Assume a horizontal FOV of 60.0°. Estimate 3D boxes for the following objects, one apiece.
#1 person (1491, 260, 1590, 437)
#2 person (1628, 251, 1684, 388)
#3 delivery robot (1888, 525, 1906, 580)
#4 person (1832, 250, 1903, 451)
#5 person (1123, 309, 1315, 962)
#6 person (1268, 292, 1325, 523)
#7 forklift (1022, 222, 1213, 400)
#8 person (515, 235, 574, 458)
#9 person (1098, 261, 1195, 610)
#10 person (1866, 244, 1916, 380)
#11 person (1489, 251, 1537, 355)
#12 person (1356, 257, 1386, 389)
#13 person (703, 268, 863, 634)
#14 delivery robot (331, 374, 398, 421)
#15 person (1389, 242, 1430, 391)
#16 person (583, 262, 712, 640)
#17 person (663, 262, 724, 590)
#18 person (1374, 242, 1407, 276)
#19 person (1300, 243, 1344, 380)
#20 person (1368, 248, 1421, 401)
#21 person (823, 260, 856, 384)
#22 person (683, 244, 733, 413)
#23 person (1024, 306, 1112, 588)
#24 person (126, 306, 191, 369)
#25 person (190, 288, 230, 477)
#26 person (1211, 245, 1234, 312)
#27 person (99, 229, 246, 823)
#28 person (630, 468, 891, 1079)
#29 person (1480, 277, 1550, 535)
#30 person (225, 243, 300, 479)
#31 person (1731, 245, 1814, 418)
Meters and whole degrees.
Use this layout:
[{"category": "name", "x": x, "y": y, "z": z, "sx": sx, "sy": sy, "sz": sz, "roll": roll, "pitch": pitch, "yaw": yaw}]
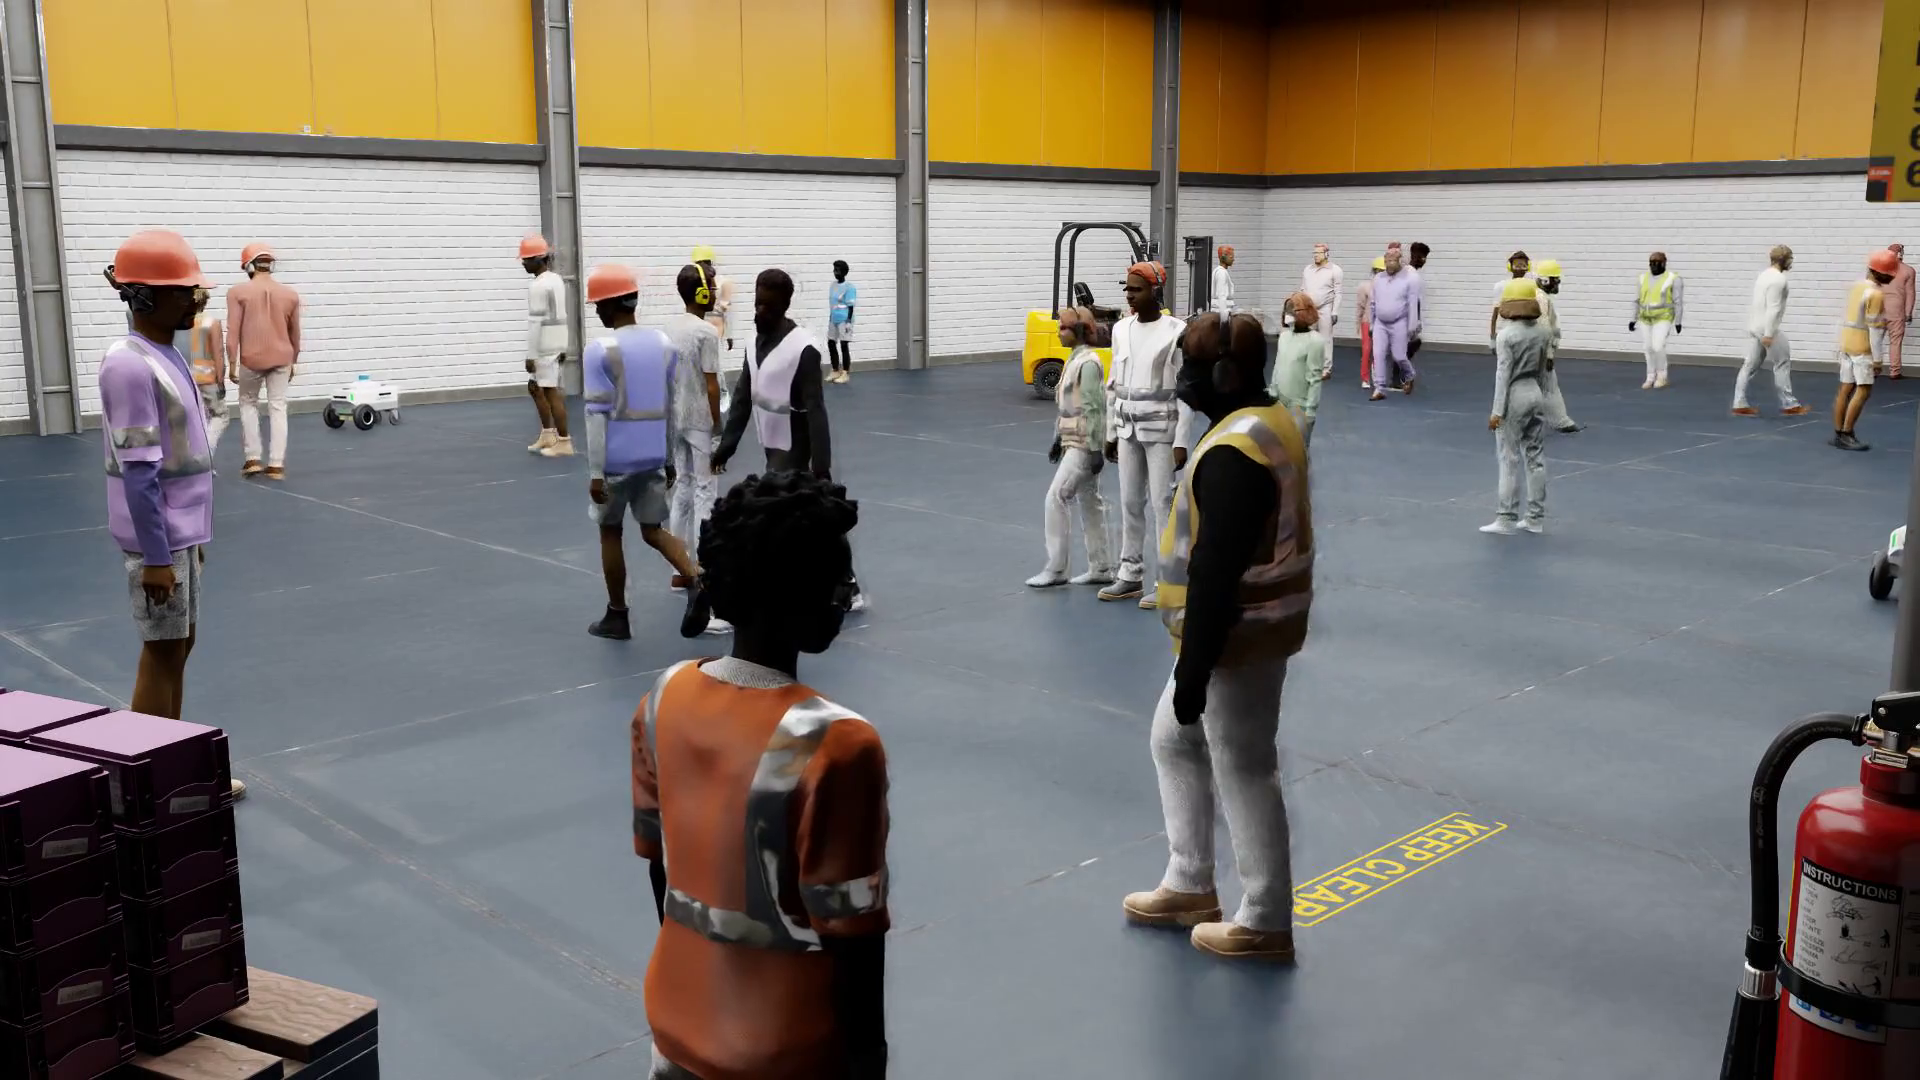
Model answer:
[{"category": "person", "x": 5.820, "y": -1.902, "z": 16.633, "sx": 0.950, "sy": 1.778, "sz": 0.619, "roll": 3, "pitch": 11, "yaw": 18}, {"category": "person", "x": 9.193, "y": -2.896, "z": 21.975, "sx": 0.475, "sy": 1.816, "sz": 0.632, "roll": -7, "pitch": 13, "yaw": -34}, {"category": "delivery robot", "x": 5.447, "y": 0.016, "z": 9.257, "sx": 0.477, "sy": 0.478, "sz": 0.707, "roll": 10, "pitch": 14, "yaw": 43}, {"category": "person", "x": 8.561, "y": -1.792, "z": 15.773, "sx": 0.384, "sy": 1.891, "sz": 0.692, "roll": 1, "pitch": 10, "yaw": 8}, {"category": "person", "x": 0.665, "y": 0.279, "z": 4.617, "sx": 0.668, "sy": 1.818, "sz": 0.662, "roll": 3, "pitch": 11, "yaw": 15}, {"category": "person", "x": 2.346, "y": -0.918, "z": 11.675, "sx": 0.319, "sy": 1.634, "sz": 0.509, "roll": -4, "pitch": 11, "yaw": -21}, {"category": "forklift", "x": 1.935, "y": -2.847, "z": 20.651, "sx": 2.313, "sy": 2.155, "sz": 1.214, "roll": 2, "pitch": 11, "yaw": 13}, {"category": "person", "x": -3.824, "y": -1.741, "z": 15.096, "sx": 0.656, "sy": 2.016, "sz": 0.629, "roll": 1, "pitch": 10, "yaw": 5}, {"category": "person", "x": 1.020, "y": -0.566, "z": 9.060, "sx": 0.339, "sy": 1.882, "sz": 0.581, "roll": -9, "pitch": 14, "yaw": -41}, {"category": "person", "x": 13.098, "y": -3.211, "z": 23.437, "sx": 0.399, "sy": 1.902, "sz": 0.642, "roll": -10, "pitch": 14, "yaw": -42}, {"category": "person", "x": 6.003, "y": -2.175, "z": 17.933, "sx": 0.569, "sy": 1.841, "sz": 0.754, "roll": 2, "pitch": 11, "yaw": 11}, {"category": "person", "x": 5.542, "y": -2.904, "z": 22.197, "sx": 0.545, "sy": 1.744, "sz": 0.590, "roll": 0, "pitch": 10, "yaw": 0}, {"category": "person", "x": -0.919, "y": -0.454, "z": 8.598, "sx": 1.000, "sy": 1.837, "sz": 0.612, "roll": -6, "pitch": 12, "yaw": -30}, {"category": "delivery robot", "x": -6.289, "y": -1.509, "z": 17.570, "sx": 0.477, "sy": 0.478, "sz": 0.707, "roll": 5, "pitch": 11, "yaw": 24}, {"category": "person", "x": 5.834, "y": -2.901, "z": 21.651, "sx": 0.528, "sy": 1.929, "sz": 0.752, "roll": 0, "pitch": 10, "yaw": 1}, {"category": "person", "x": -1.557, "y": -0.404, "z": 8.169, "sx": 0.749, "sy": 1.905, "sz": 0.546, "roll": 9, "pitch": 14, "yaw": 41}, {"category": "person", "x": -1.484, "y": -0.623, "z": 9.407, "sx": 0.332, "sy": 1.872, "sz": 0.514, "roll": -10, "pitch": 14, "yaw": -42}, {"category": "person", "x": 7.493, "y": -4.205, "z": 28.857, "sx": 0.399, "sy": 1.902, "sz": 0.642, "roll": -10, "pitch": 14, "yaw": -42}, {"category": "person", "x": 5.051, "y": -3.216, "z": 23.442, "sx": 0.639, "sy": 1.911, "sz": 0.406, "roll": 9, "pitch": 14, "yaw": 41}, {"category": "person", "x": 5.355, "y": -2.662, "z": 20.509, "sx": 0.660, "sy": 1.873, "sz": 0.732, "roll": 8, "pitch": 13, "yaw": 38}, {"category": "person", "x": -1.641, "y": -2.994, "z": 22.818, "sx": 0.371, "sy": 1.690, "sz": 0.560, "roll": -9, "pitch": 14, "yaw": -40}, {"category": "person", "x": -2.801, "y": -2.306, "z": 18.447, "sx": 0.603, "sy": 1.917, "sz": 0.442, "roll": 4, "pitch": 11, "yaw": 19}, {"category": "person", "x": 0.600, "y": -0.516, "z": 9.510, "sx": 0.662, "sy": 1.615, "sz": 0.544, "roll": -1, "pitch": 10, "yaw": -4}, {"category": "person", "x": -5.399, "y": -1.011, "z": 11.337, "sx": 0.369, "sy": 1.938, "sz": 0.630, "roll": 0, "pitch": 10, "yaw": 1}, {"category": "person", "x": -6.316, "y": -1.304, "z": 13.777, "sx": 0.529, "sy": 1.621, "sz": 0.371, "roll": 2, "pitch": 11, "yaw": 10}, {"category": "person", "x": 3.564, "y": -3.065, "z": 22.687, "sx": 0.346, "sy": 1.881, "sz": 0.578, "roll": 1, "pitch": 10, "yaw": 4}, {"category": "person", "x": -2.678, "y": -0.027, "z": 5.684, "sx": 0.392, "sy": 2.041, "sz": 0.615, "roll": -3, "pitch": 11, "yaw": -15}, {"category": "person", "x": -0.282, "y": 0.736, "z": 2.471, "sx": 0.322, "sy": 1.695, "sz": 0.536, "roll": -10, "pitch": 14, "yaw": -42}, {"category": "person", "x": 3.779, "y": -0.904, "z": 11.293, "sx": 0.493, "sy": 1.743, "sz": 0.328, "roll": -7, "pitch": 12, "yaw": -33}, {"category": "person", "x": -5.820, "y": -1.486, "z": 13.895, "sx": 0.635, "sy": 1.946, "sz": 0.620, "roll": -9, "pitch": 14, "yaw": -40}, {"category": "person", "x": 9.074, "y": -2.295, "z": 18.428, "sx": 0.926, "sy": 1.899, "sz": 0.656, "roll": 1, "pitch": 10, "yaw": 7}]
